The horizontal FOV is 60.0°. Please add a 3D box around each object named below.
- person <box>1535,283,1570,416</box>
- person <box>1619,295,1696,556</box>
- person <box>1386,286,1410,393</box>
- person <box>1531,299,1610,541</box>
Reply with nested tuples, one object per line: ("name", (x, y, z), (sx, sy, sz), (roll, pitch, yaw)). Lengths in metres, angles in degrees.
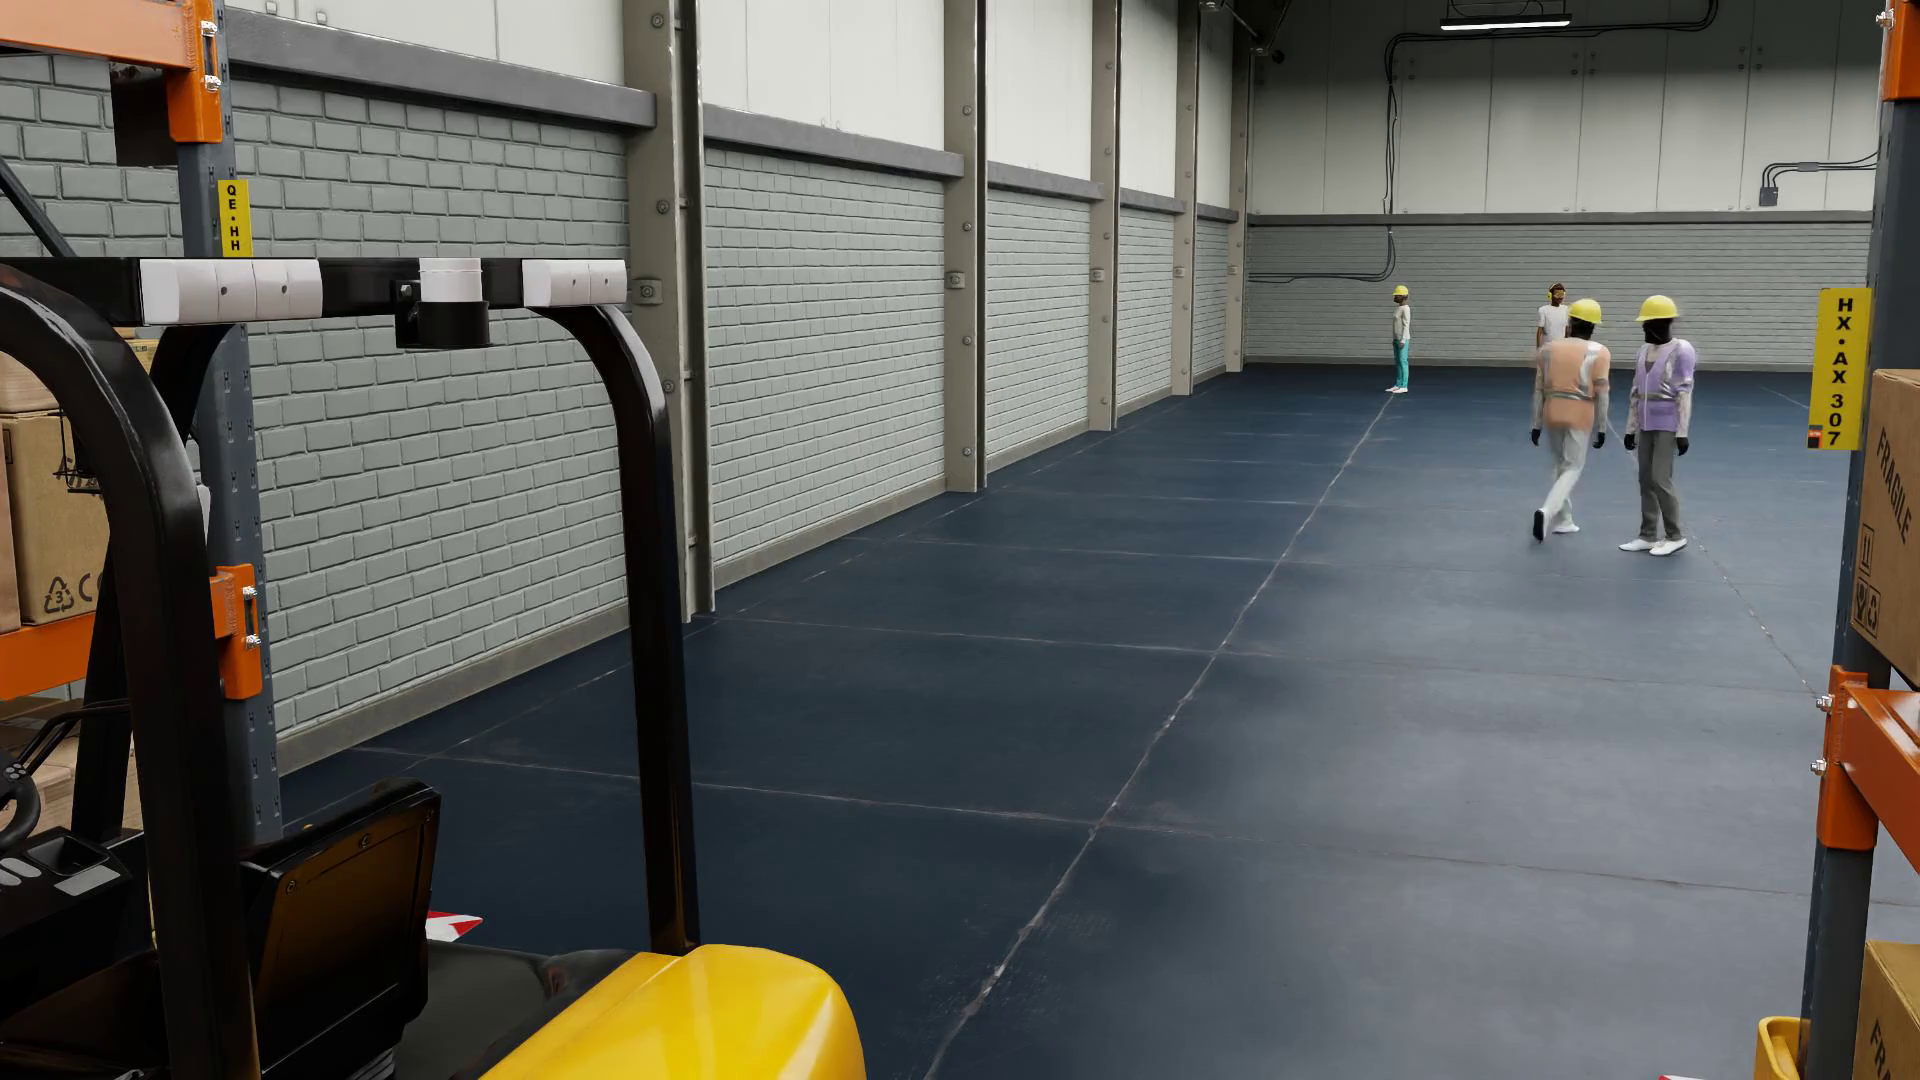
("person", (8.327, -2.662, 23.339), (0.517, 1.864, 0.315), (-2, 10, -13))
("person", (5.160, -0.843, 12.308), (0.400, 1.919, 0.622), (-2, 10, -14))
("person", (7.256, -3.306, 27.449), (0.315, 1.769, 0.525), (0, 10, -3))
("person", (4.723, -0.931, 12.970), (0.845, 1.894, 0.596), (-9, 13, -42))
